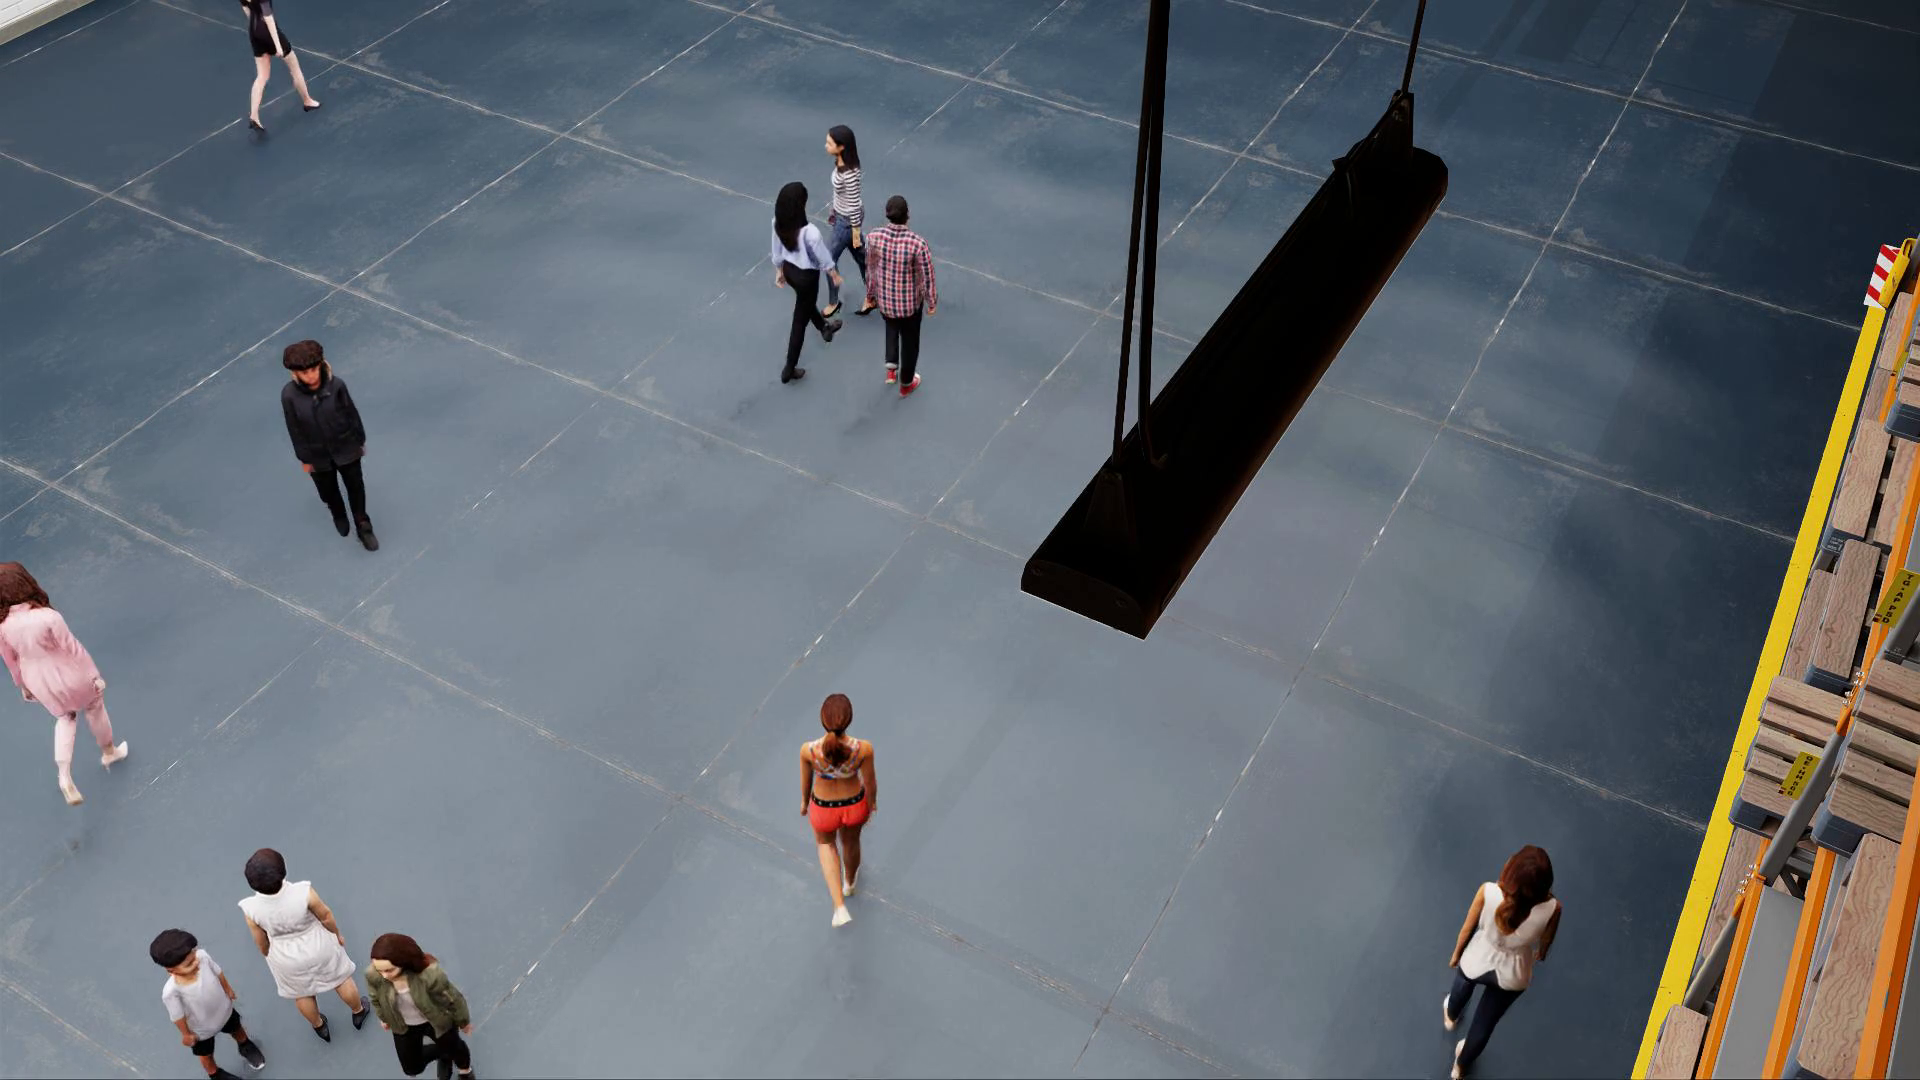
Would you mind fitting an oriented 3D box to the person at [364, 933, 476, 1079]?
[{"bbox_3d":[-2.778,2.422,8.617,0.757,1.469,0.780,-4,44,-4],"label":"person"}]

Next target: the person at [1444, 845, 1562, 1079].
[{"bbox_3d":[2.748,2.265,8.565,0.616,1.769,0.748,19,47,19],"label":"person"}]

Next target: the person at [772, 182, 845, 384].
[{"bbox_3d":[-1.302,-1.970,13.052,0.771,1.711,1.103,29,51,27],"label":"person"}]

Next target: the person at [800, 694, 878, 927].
[{"bbox_3d":[-0.677,1.557,9.301,0.869,1.778,0.969,-4,44,-5],"label":"person"}]

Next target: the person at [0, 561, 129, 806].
[{"bbox_3d":[-5.428,0.916,9.972,0.910,1.782,1.032,-2,44,-3],"label":"person"}]

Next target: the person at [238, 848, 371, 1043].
[{"bbox_3d":[-3.493,2.159,8.831,0.626,1.555,0.705,-16,46,-16],"label":"person"}]

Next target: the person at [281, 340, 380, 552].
[{"bbox_3d":[-4.448,-0.696,11.672,0.812,1.770,0.862,-22,48,-22],"label":"person"}]

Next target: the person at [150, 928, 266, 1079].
[{"bbox_3d":[-3.993,2.446,8.750,0.567,1.252,0.430,20,47,20],"label":"person"}]

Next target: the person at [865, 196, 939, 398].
[{"bbox_3d":[-0.495,-1.840,12.885,0.779,1.752,0.697,14,45,14],"label":"person"}]

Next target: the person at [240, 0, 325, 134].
[{"bbox_3d":[-6.702,-4.743,15.902,0.654,1.794,1.145,16,46,17],"label":"person"}]

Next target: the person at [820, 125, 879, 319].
[{"bbox_3d":[-0.816,-2.585,13.657,0.898,1.767,0.856,-5,44,-5],"label":"person"}]
